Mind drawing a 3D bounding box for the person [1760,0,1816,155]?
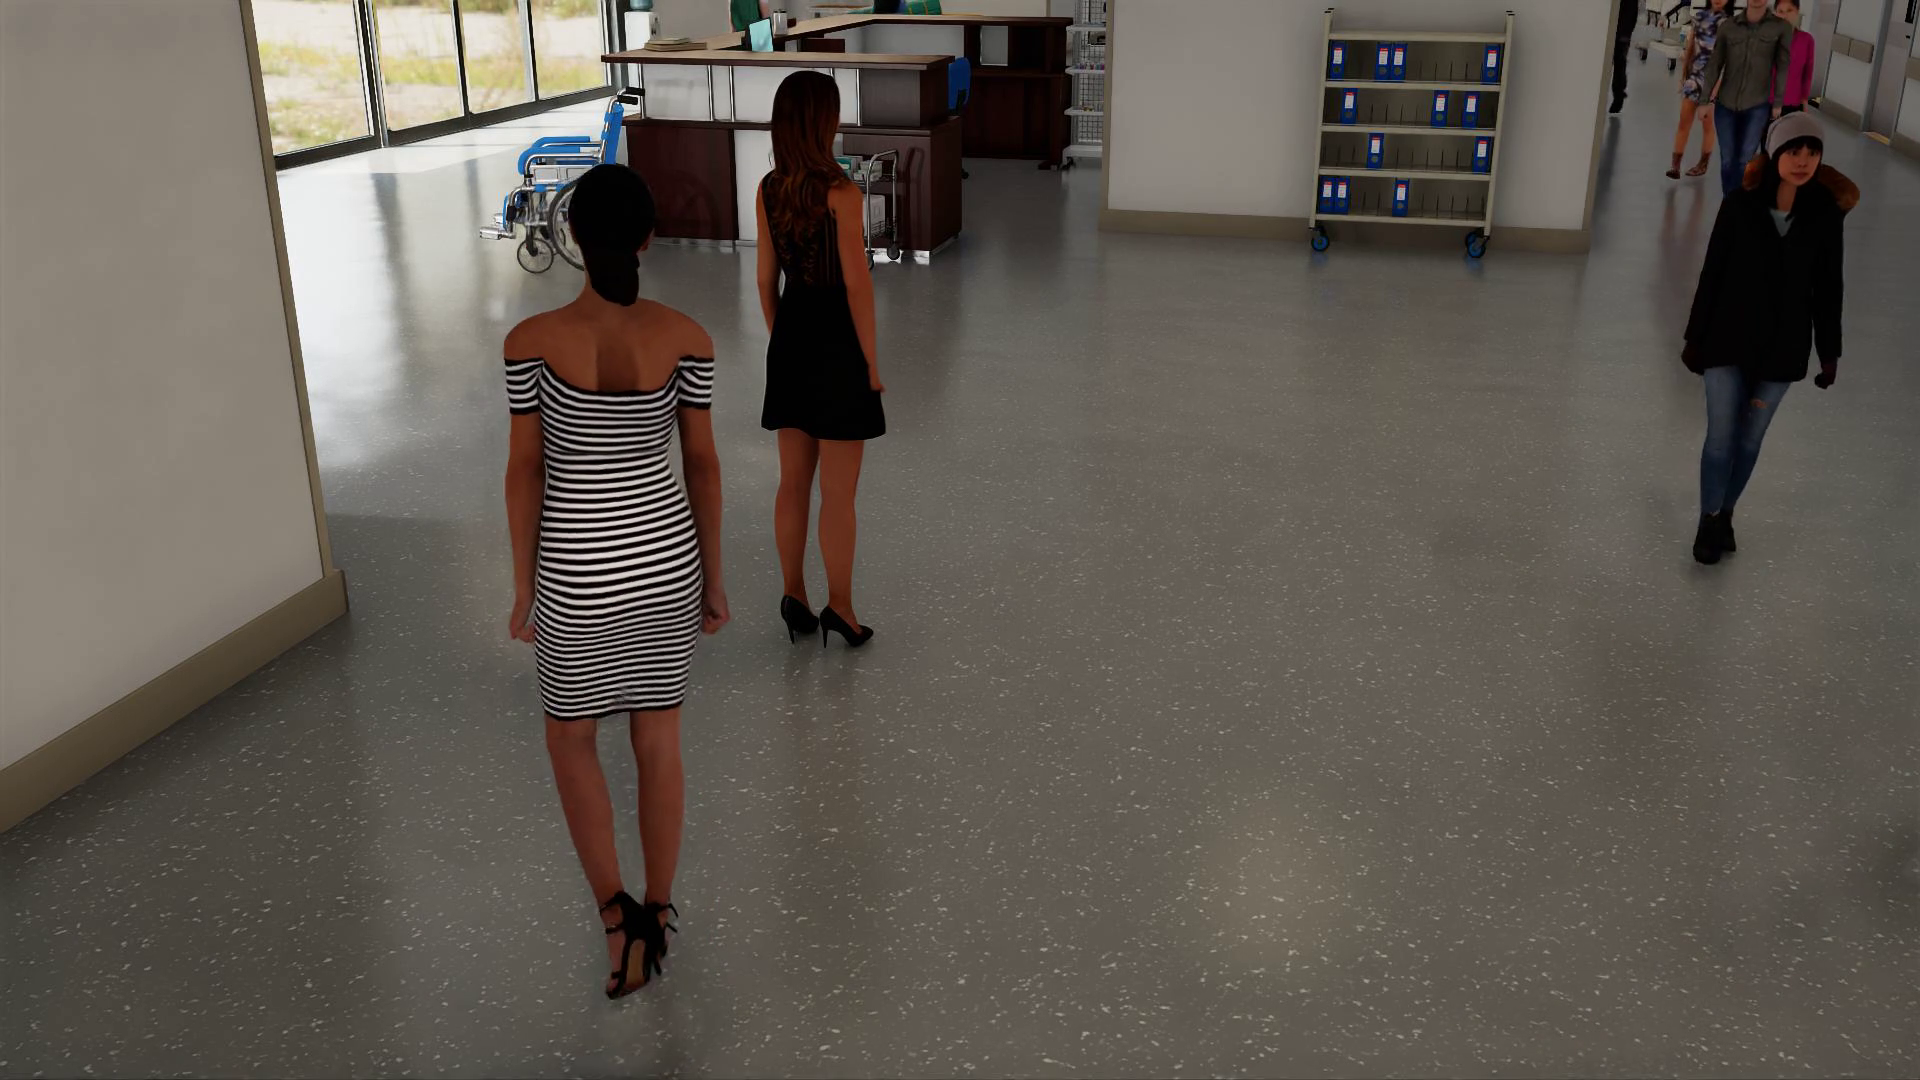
[{"bbox_3d":[6.366,-3.385,12.996,0.822,1.680,0.753,1,21,3],"label":"person"}]

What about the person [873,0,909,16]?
[{"bbox_3d":[-0.763,-5.049,17.359,0.800,1.701,0.830,16,26,36],"label":"person"}]

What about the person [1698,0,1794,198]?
[{"bbox_3d":[5.836,-3.226,12.370,1.105,1.825,0.978,13,24,30],"label":"person"}]

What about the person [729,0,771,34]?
[{"bbox_3d":[-2.179,-5.219,17.608,0.580,1.843,0.733,9,22,22],"label":"person"}]

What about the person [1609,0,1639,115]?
[{"bbox_3d":[7.726,-5.935,19.558,1.196,1.799,0.898,2,21,4],"label":"person"}]

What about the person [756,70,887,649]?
[{"bbox_3d":[-0.451,-0.531,5.241,0.562,1.835,0.698,13,24,31],"label":"person"}]

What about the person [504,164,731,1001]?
[{"bbox_3d":[-0.704,0.156,3.477,0.879,1.800,0.908,-8,22,-20],"label":"person"}]

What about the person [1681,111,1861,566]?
[{"bbox_3d":[2.907,-0.747,6.112,0.626,1.623,0.717,5,21,12],"label":"person"}]

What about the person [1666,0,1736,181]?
[{"bbox_3d":[6.587,-4.021,14.665,1.023,1.687,1.068,-14,25,-33],"label":"person"}]
